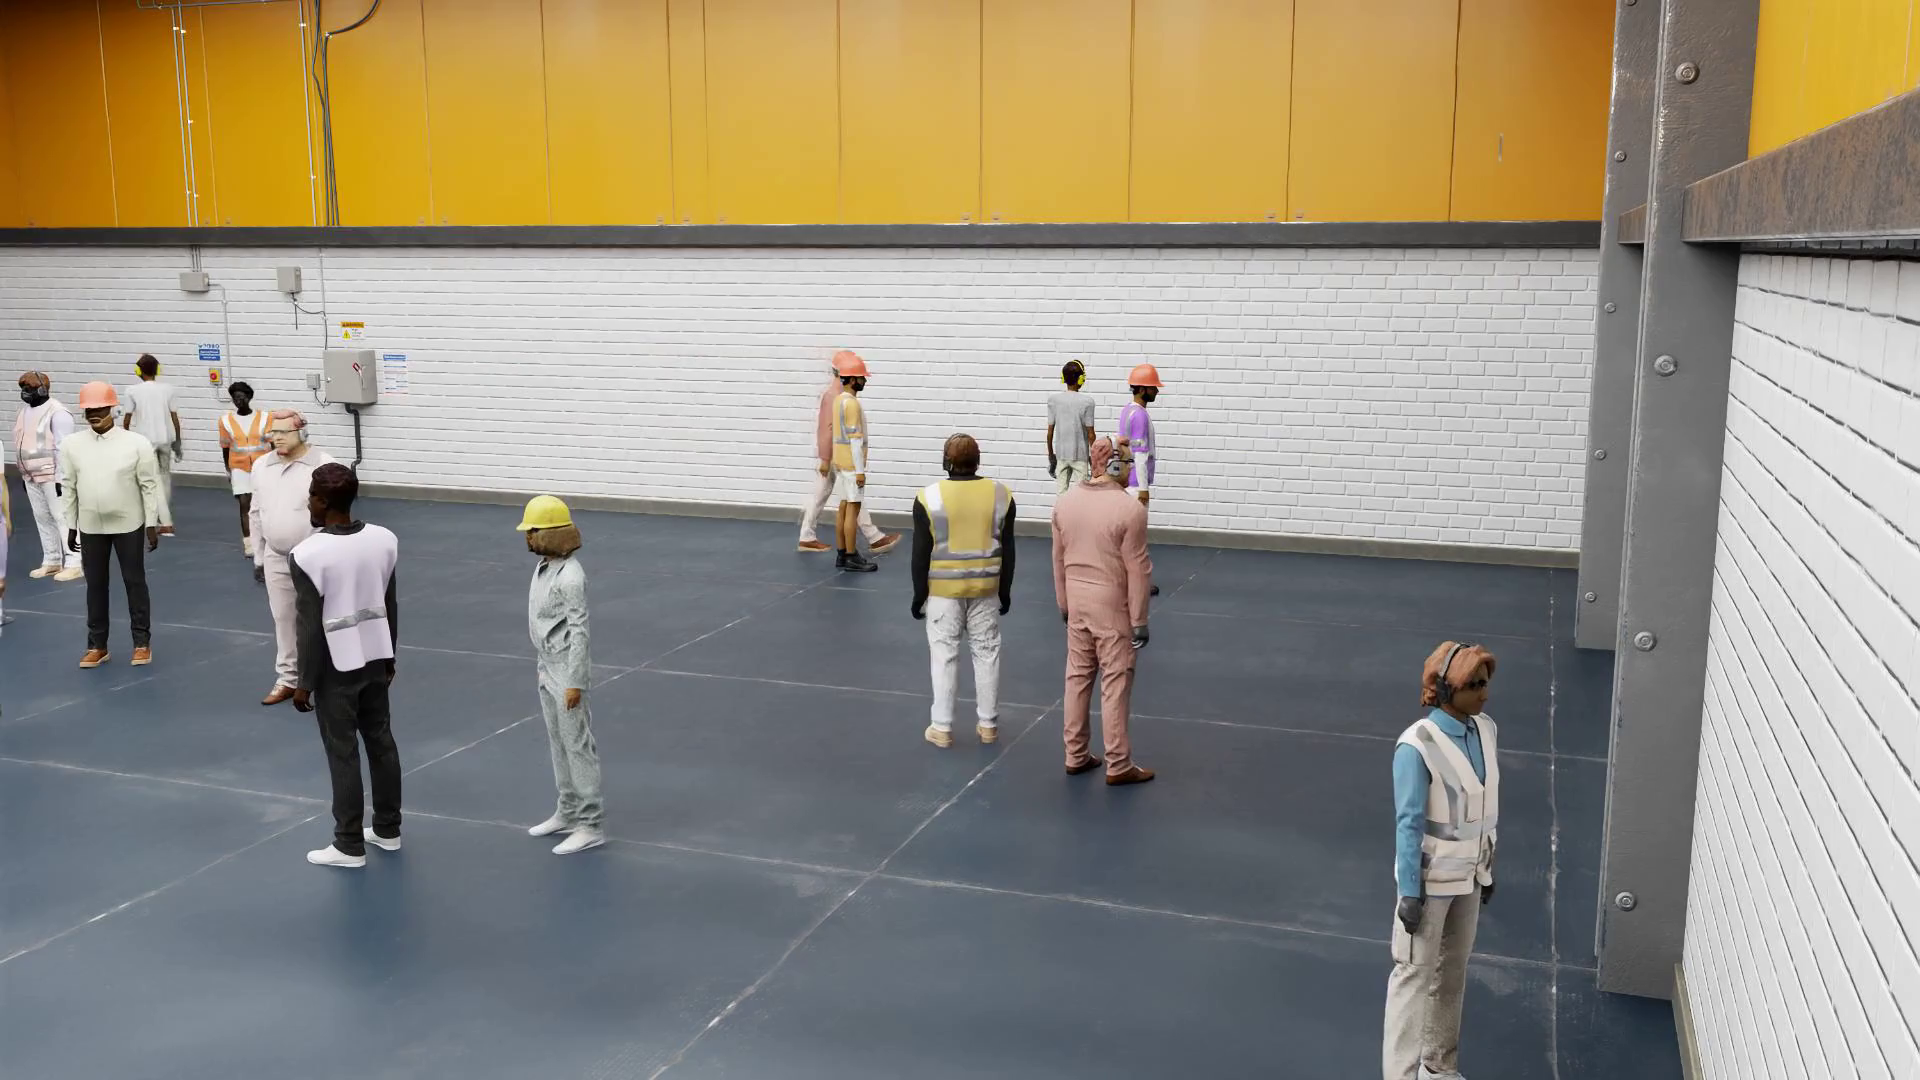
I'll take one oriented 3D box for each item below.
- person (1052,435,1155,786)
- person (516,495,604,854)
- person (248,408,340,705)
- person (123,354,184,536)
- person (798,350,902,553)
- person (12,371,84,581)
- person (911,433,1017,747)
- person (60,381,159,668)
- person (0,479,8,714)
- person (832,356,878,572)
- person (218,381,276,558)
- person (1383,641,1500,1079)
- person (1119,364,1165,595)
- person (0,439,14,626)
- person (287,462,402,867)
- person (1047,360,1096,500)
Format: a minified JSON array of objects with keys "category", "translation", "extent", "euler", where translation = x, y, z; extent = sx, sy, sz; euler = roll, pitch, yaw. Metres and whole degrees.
[{"category":"person","translation":[0.802,0.378,9.081],"extent":[0.399,1.905,0.643],"euler":[-9,14,-42]},{"category":"person","translation":[-1.948,0.644,8.038],"extent":[0.324,1.741,0.492],"euler":[-6,12,-31]},{"category":"person","translation":[-4.210,0.113,10.563],"extent":[0.649,1.906,0.402],"euler":[1,10,8]},{"category":"person","translation":[-8.246,-0.973,16.977],"extent":[0.499,1.806,0.981],"euler":[-10,14,-43]},{"category":"person","translation":[-1.083,-0.828,15.783],"extent":[1.035,1.931,0.624],"euler":[-1,10,-4]},{"category":"person","translation":[-7.999,-0.557,14.543],"extent":[0.628,1.837,0.430],"euler":[5,11,27]},{"category":"person","translation":[0.016,0.294,9.737],"extent":[0.644,1.842,0.429],"euler":[-3,10,-15]},{"category":"person","translation":[-5.896,-0.107,11.548],"extent":[0.613,1.995,0.390],"euler":[-2,10,-10]},{"category":"person","translation":[-6.115,0.184,10.115],"extent":[0.643,1.919,0.447],"euler":[-4,11,-19]},{"category":"person","translation":[-0.961,-0.683,14.954],"extent":[0.354,1.939,0.544],"euler":[-4,11,-20]},{"category":"person","translation":[-6.766,-0.702,15.882],"extent":[0.534,1.650,0.894],"euler":[-4,11,-21]},{"category":"person","translation":[1.609,1.139,5.542],"extent":[0.523,1.637,0.306],"euler":[-9,14,-42]},{"category":"person","translation":[1.519,-0.509,13.981],"extent":[0.372,1.935,0.551],"euler":[-1,10,-5]},{"category":"person","translation":[-7.470,-0.198,12.542],"extent":[0.586,1.826,0.535],"euler":[0,10,-1]},{"category":"person","translation":[-2.885,0.587,7.854],"extent":[0.392,1.922,0.593],"euler":[5,11,26]},{"category":"person","translation":[1.052,-0.733,15.432],"extent":[0.509,1.872,0.329],"euler":[5,11,27]}]
